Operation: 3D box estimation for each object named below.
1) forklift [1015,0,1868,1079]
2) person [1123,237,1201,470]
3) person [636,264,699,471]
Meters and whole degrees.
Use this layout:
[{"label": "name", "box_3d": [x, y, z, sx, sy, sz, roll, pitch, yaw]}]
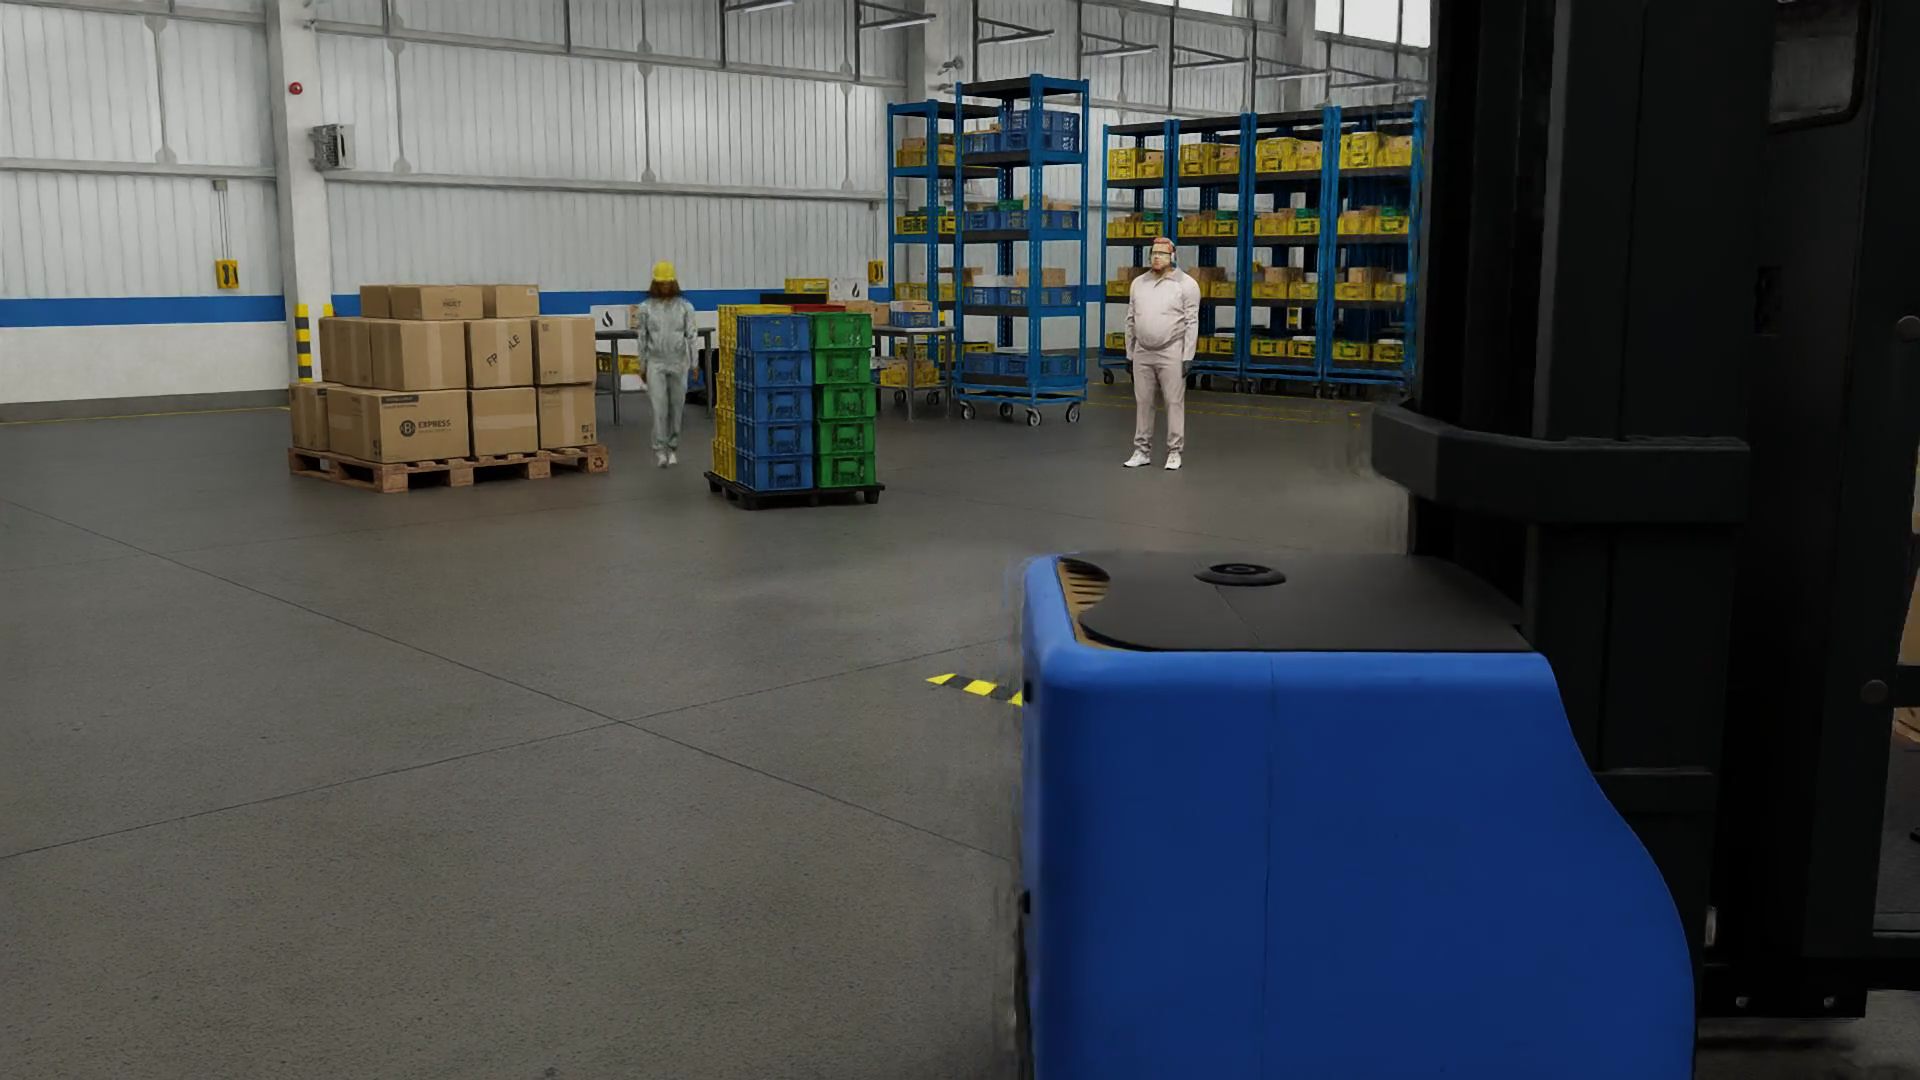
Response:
[{"label": "forklift", "box_3d": [1.054, -0.233, 3.010, 1.873, 2.768, 1.129, 0, 9, 0]}, {"label": "person", "box_3d": [1.644, -1.535, 13.756, 0.641, 1.913, 0.407, 6, 11, 30]}, {"label": "person", "box_3d": [-2.413, -1.431, 13.797, 0.493, 1.688, 0.923, -3, 10, -17]}]
